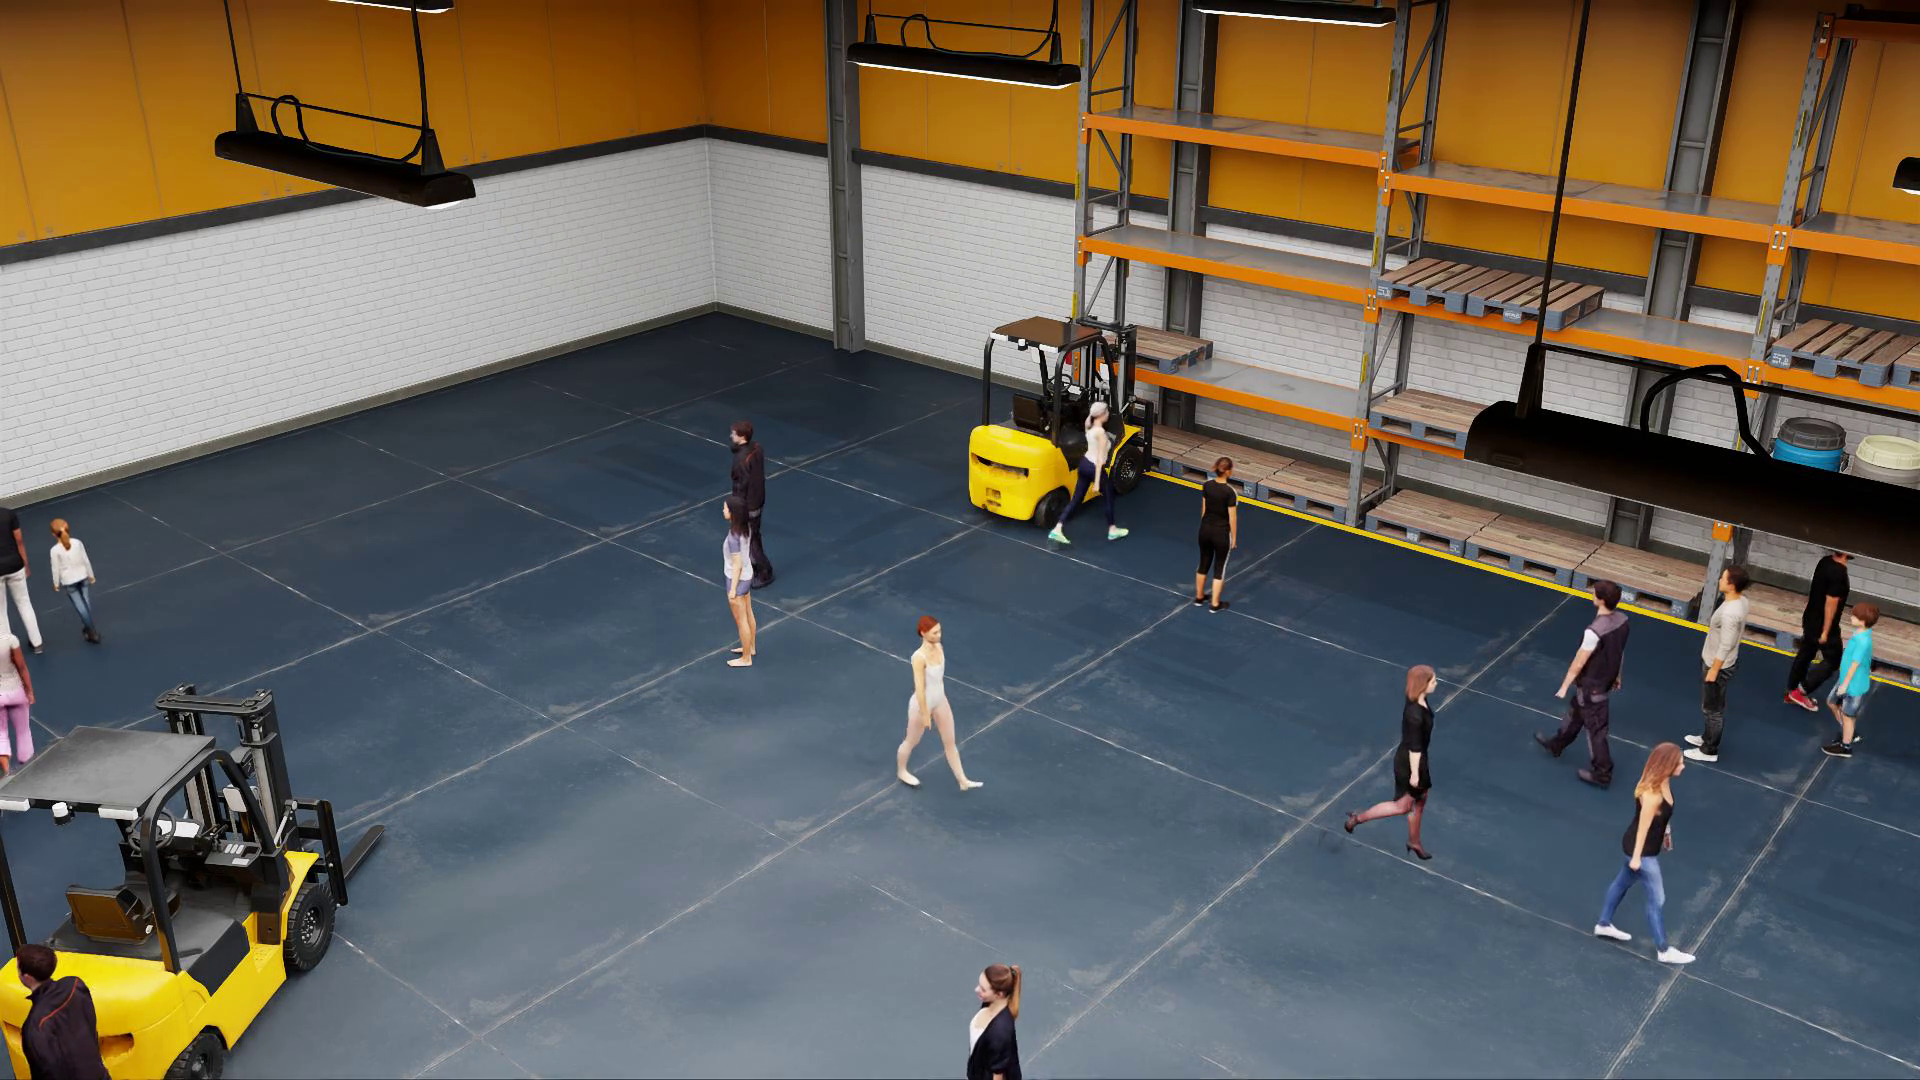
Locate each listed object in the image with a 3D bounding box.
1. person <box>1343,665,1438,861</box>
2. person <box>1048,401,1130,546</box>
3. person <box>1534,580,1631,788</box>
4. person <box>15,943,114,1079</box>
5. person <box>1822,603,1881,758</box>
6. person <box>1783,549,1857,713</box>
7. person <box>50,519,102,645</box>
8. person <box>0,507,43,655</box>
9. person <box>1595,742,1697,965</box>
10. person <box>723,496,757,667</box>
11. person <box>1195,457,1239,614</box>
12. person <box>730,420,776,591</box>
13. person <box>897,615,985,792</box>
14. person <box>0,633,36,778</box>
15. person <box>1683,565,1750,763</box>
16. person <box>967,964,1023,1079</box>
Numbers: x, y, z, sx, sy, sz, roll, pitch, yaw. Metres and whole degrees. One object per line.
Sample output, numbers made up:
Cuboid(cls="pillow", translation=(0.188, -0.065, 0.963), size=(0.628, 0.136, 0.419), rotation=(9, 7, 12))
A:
Cuboid(cls="person", translation=(3.417, 1.746, 12.892), size=(1.036, 1.683, 0.834), rotation=(6, 24, 14))
Cuboid(cls="person", translation=(1.386, -0.703, 18.524), size=(1.050, 1.660, 1.229), rotation=(-10, 25, -21))
Cuboid(cls="person", translation=(5.400, 1.230, 13.899), size=(0.797, 1.822, 1.081), rotation=(-19, 30, -37))
Cuboid(cls="person", translation=(-4.970, 3.129, 9.491), size=(1.308, 1.874, 1.133), rotation=(3, 24, 6))
Cuboid(cls="person", translation=(7.811, 1.223, 14.393), size=(0.643, 1.439, 0.615), rotation=(7, 25, 16))
Cuboid(cls="person", translation=(7.746, 0.748, 15.097), size=(0.779, 1.747, 0.749), rotation=(1, 24, 2))
Cuboid(cls="person", translation=(-8.683, 0.419, 16.395), size=(0.607, 1.308, 0.510), rotation=(16, 28, 32))
Cuboid(cls="person", translation=(-9.242, 0.305, 16.035), size=(0.658, 1.805, 0.616), rotation=(-22, 32, -40))
Cuboid(cls="person", translation=(4.803, 2.180, 11.885), size=(0.968, 1.694, 0.707), rotation=(12, 26, 25))
Cuboid(cls="person", translation=(-2.113, 0.379, 15.955), size=(0.683, 1.734, 0.661), rotation=(2, 24, 5))
Cuboid(cls="person", translation=(2.623, -0.066, 17.058), size=(0.662, 1.667, 0.478), rotation=(-21, 31, -39))
Cuboid(cls="person", translation=(-2.220, -0.409, 17.622), size=(0.952, 1.842, 0.942), rotation=(8, 25, 18))
Cuboid(cls="person", translation=(-0.344, 1.366, 13.862), size=(1.033, 1.603, 0.633), rotation=(15, 28, 30))
Cuboid(cls="person", translation=(-7.919, 1.346, 13.753), size=(0.816, 1.726, 0.944), rotation=(-9, 25, -19))
Cuboid(cls="person", translation=(6.554, 1.054, 14.317), size=(0.586, 1.811, 0.698), rotation=(13, 27, 28))
Cuboid(cls="person", translation=(0.279, 3.159, 9.685), size=(1.116, 1.663, 1.004), rotation=(0, 24, 0))
